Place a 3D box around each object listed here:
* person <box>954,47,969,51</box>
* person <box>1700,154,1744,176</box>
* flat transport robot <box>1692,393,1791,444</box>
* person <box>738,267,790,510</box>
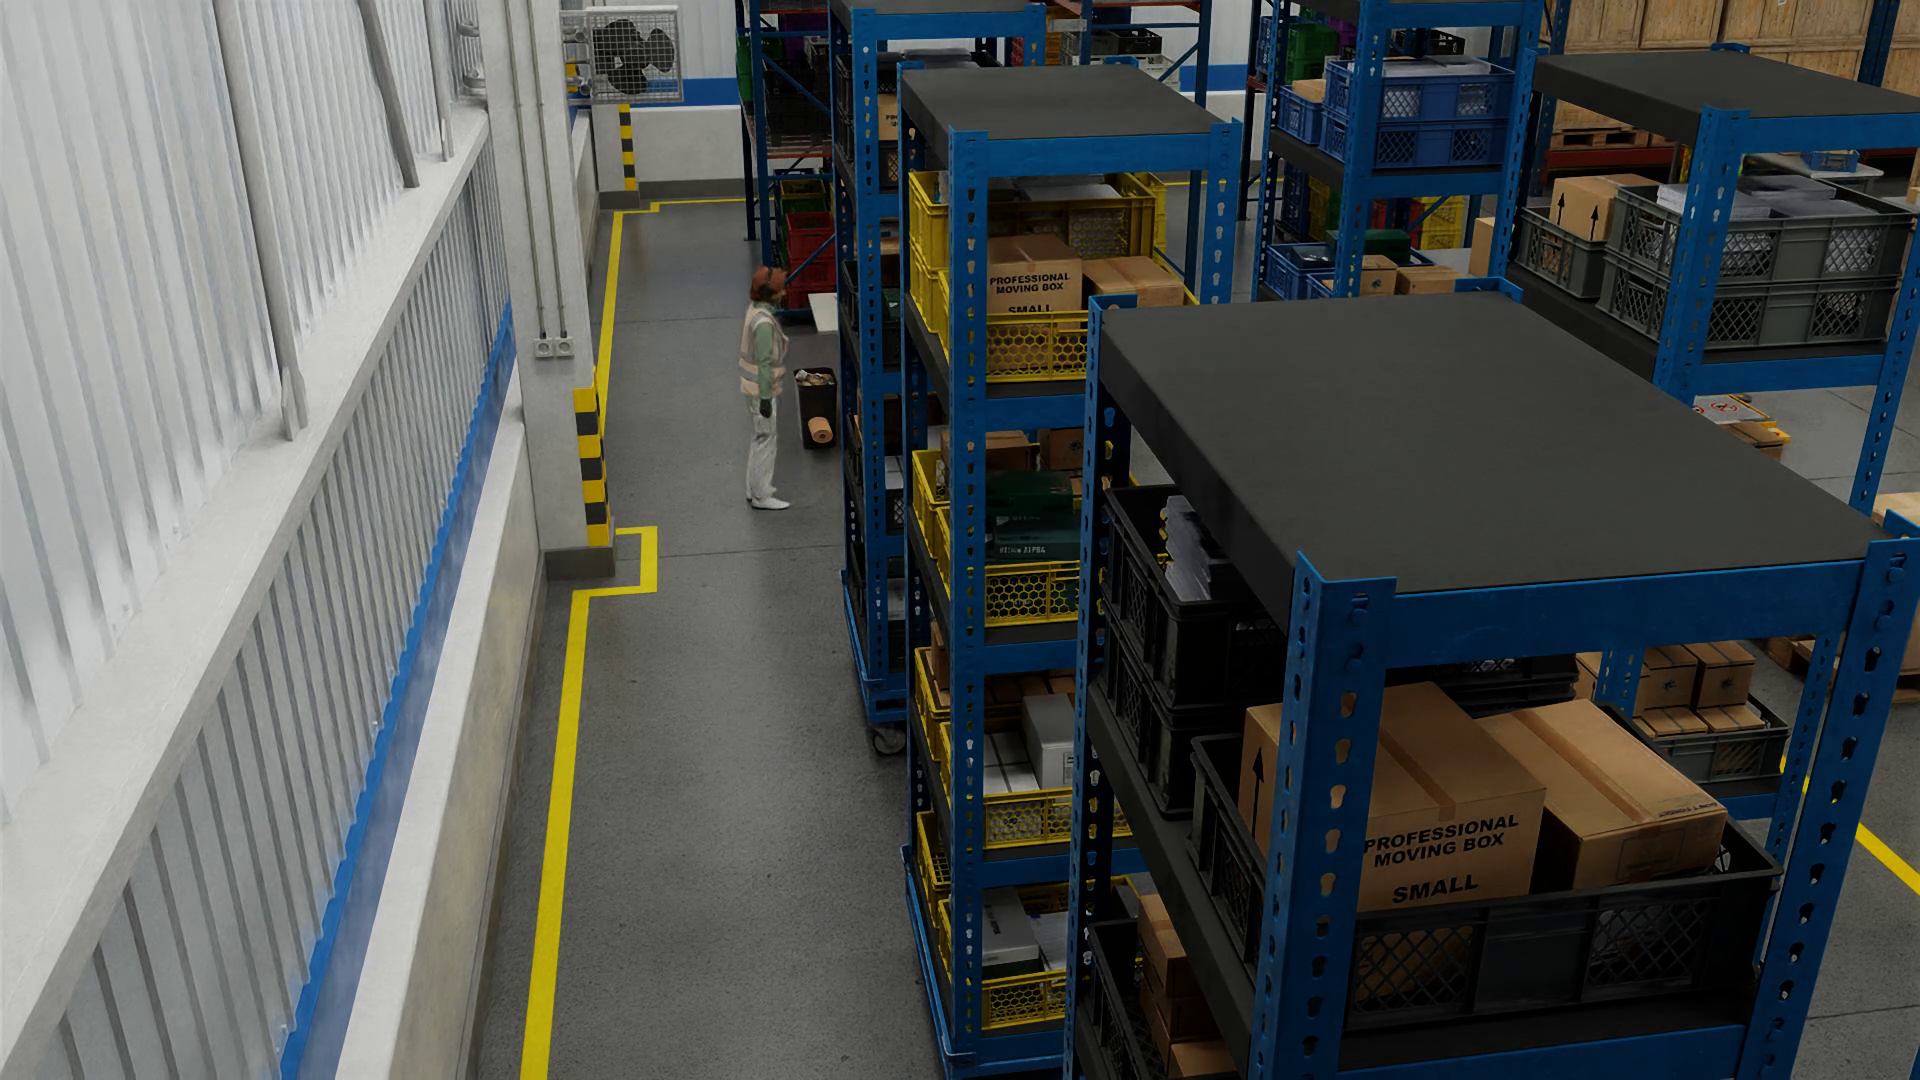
[{"bbox_3d":[-0.166,-4.293,17.730,0.867,1.851,0.582,-21,32,-38],"label":"person"},{"bbox_3d":[7.379,-3.561,16.180,0.645,1.813,0.537,-18,30,-34],"label":"person"},{"bbox_3d":[5.224,-0.859,12.132,1.431,0.197,0.652,-4,25,-8],"label":"flat transport robot"},{"bbox_3d":[-1.257,-0.983,10.799,0.346,1.625,0.539,-4,25,-9],"label":"person"}]
